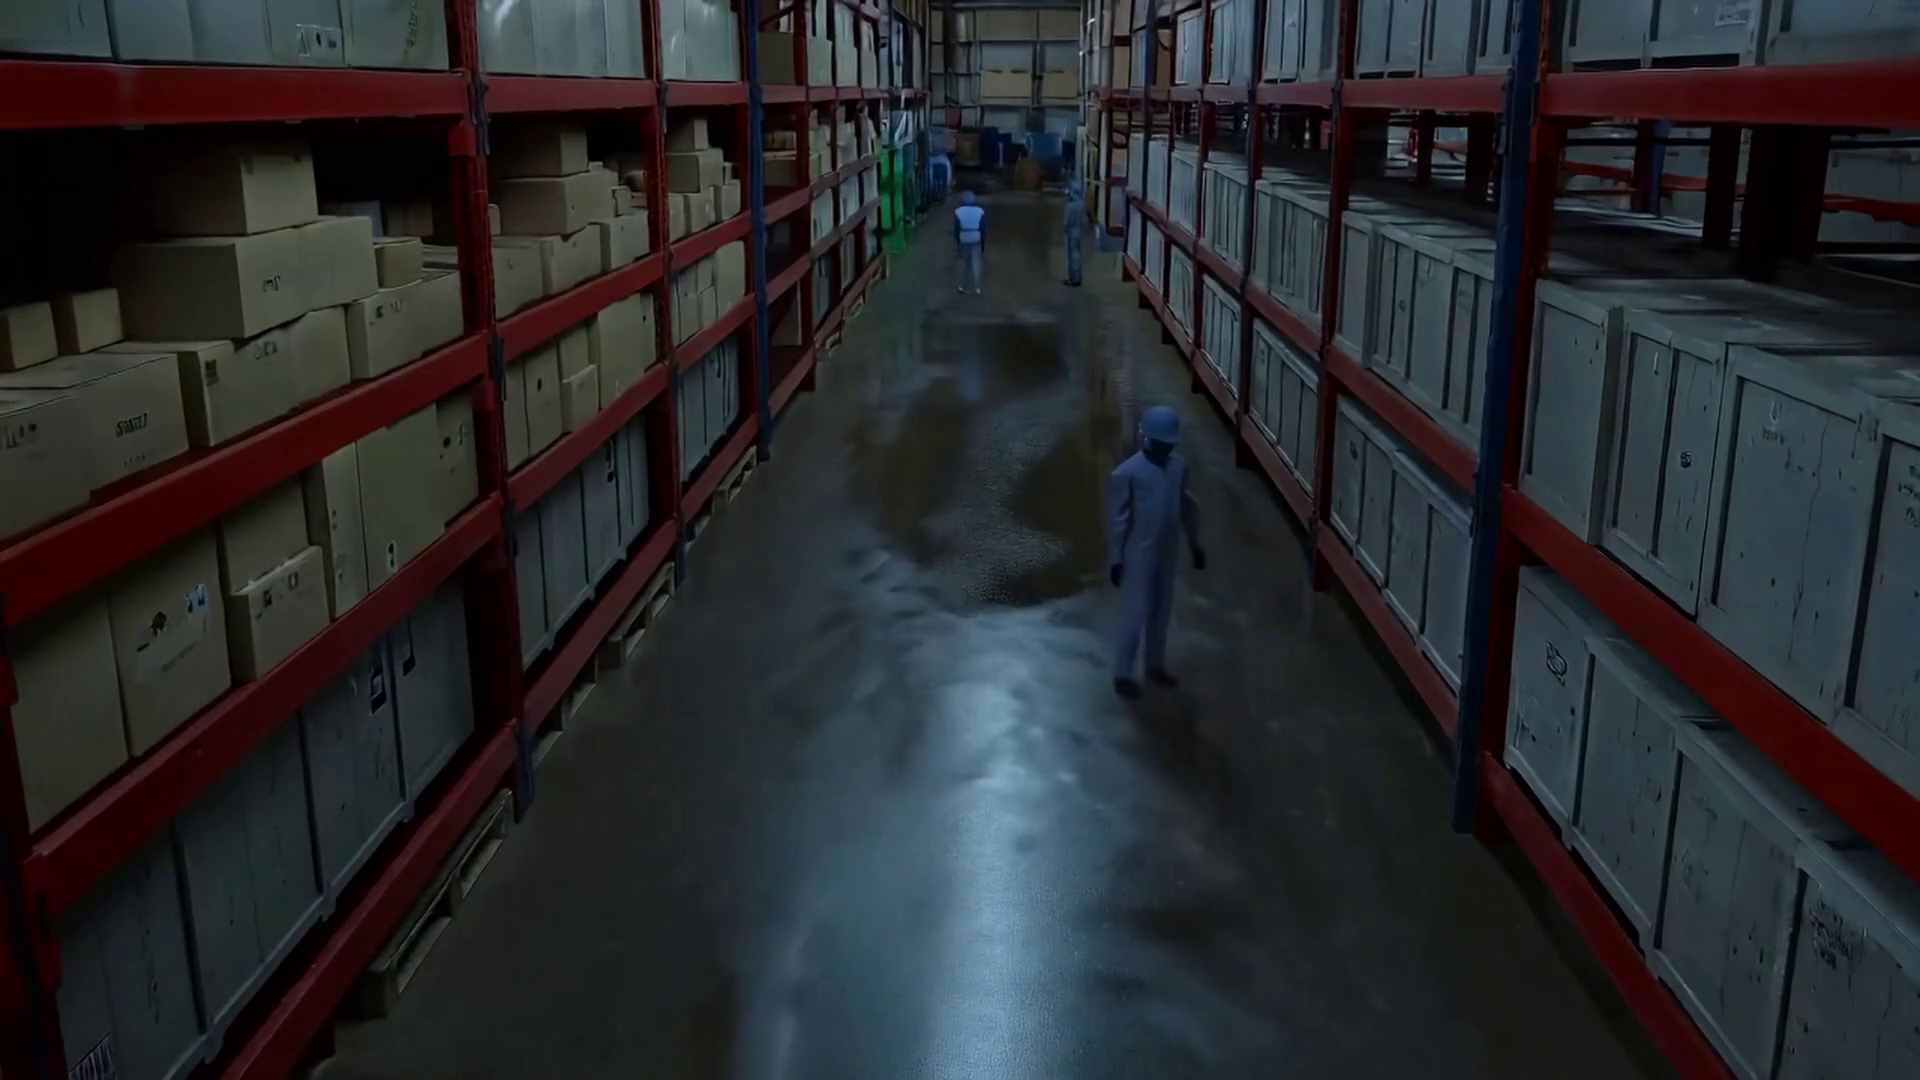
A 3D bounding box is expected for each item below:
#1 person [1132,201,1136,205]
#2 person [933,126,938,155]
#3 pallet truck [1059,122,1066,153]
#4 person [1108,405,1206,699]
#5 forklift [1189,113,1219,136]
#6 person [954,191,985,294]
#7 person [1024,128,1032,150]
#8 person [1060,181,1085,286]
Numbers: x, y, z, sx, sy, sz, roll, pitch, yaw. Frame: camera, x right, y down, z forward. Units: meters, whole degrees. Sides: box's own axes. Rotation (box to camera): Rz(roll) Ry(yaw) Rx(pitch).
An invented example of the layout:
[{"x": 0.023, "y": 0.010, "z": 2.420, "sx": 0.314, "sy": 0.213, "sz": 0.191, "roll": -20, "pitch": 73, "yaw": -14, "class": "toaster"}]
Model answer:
[{"x": 3.656, "y": -6.238, "z": 32.661, "sx": 1.002, "sy": 1.994, "sz": 0.638, "roll": -7, "pitch": 17, "yaw": -26, "class": "person"}, {"x": -1.346, "y": -18.930, "z": 80.055, "sx": 0.637, "sy": 1.920, "sz": 0.742, "roll": -6, "pitch": 16, "yaw": -22, "class": "person"}, {"x": 5.788, "y": -21.111, "z": 88.014, "sx": 1.885, "sy": 1.965, "sz": 0.823, "roll": 5, "pitch": 16, "yaw": 18, "class": "pallet truck"}, {"x": 1.146, "y": 0.065, "z": 9.711, "sx": 0.630, "sy": 1.737, "sz": 0.368, "roll": -11, "pitch": 19, "yaw": -36, "class": "person"}, {"x": 8.084, "y": -12.809, "z": 55.450, "sx": 1.129, "sy": 2.768, "sz": 1.873, "roll": 1, "pitch": 15, "yaw": 2, "class": "forklift"}, {"x": 0.179, "y": -5.272, "z": 29.444, "sx": 0.589, "sy": 1.804, "sz": 0.928, "roll": -4, "pitch": 16, "yaw": -16, "class": "person"}, {"x": 3.051, "y": -17.893, "z": 76.177, "sx": 0.627, "sy": 1.926, "sz": 0.558, "roll": 2, "pitch": 15, "yaw": 6, "class": "person"}, {"x": 2.060, "y": -5.623, "z": 30.558, "sx": 0.402, "sy": 1.911, "sz": 0.639, "roll": -3, "pitch": 15, "yaw": -10, "class": "person"}]
